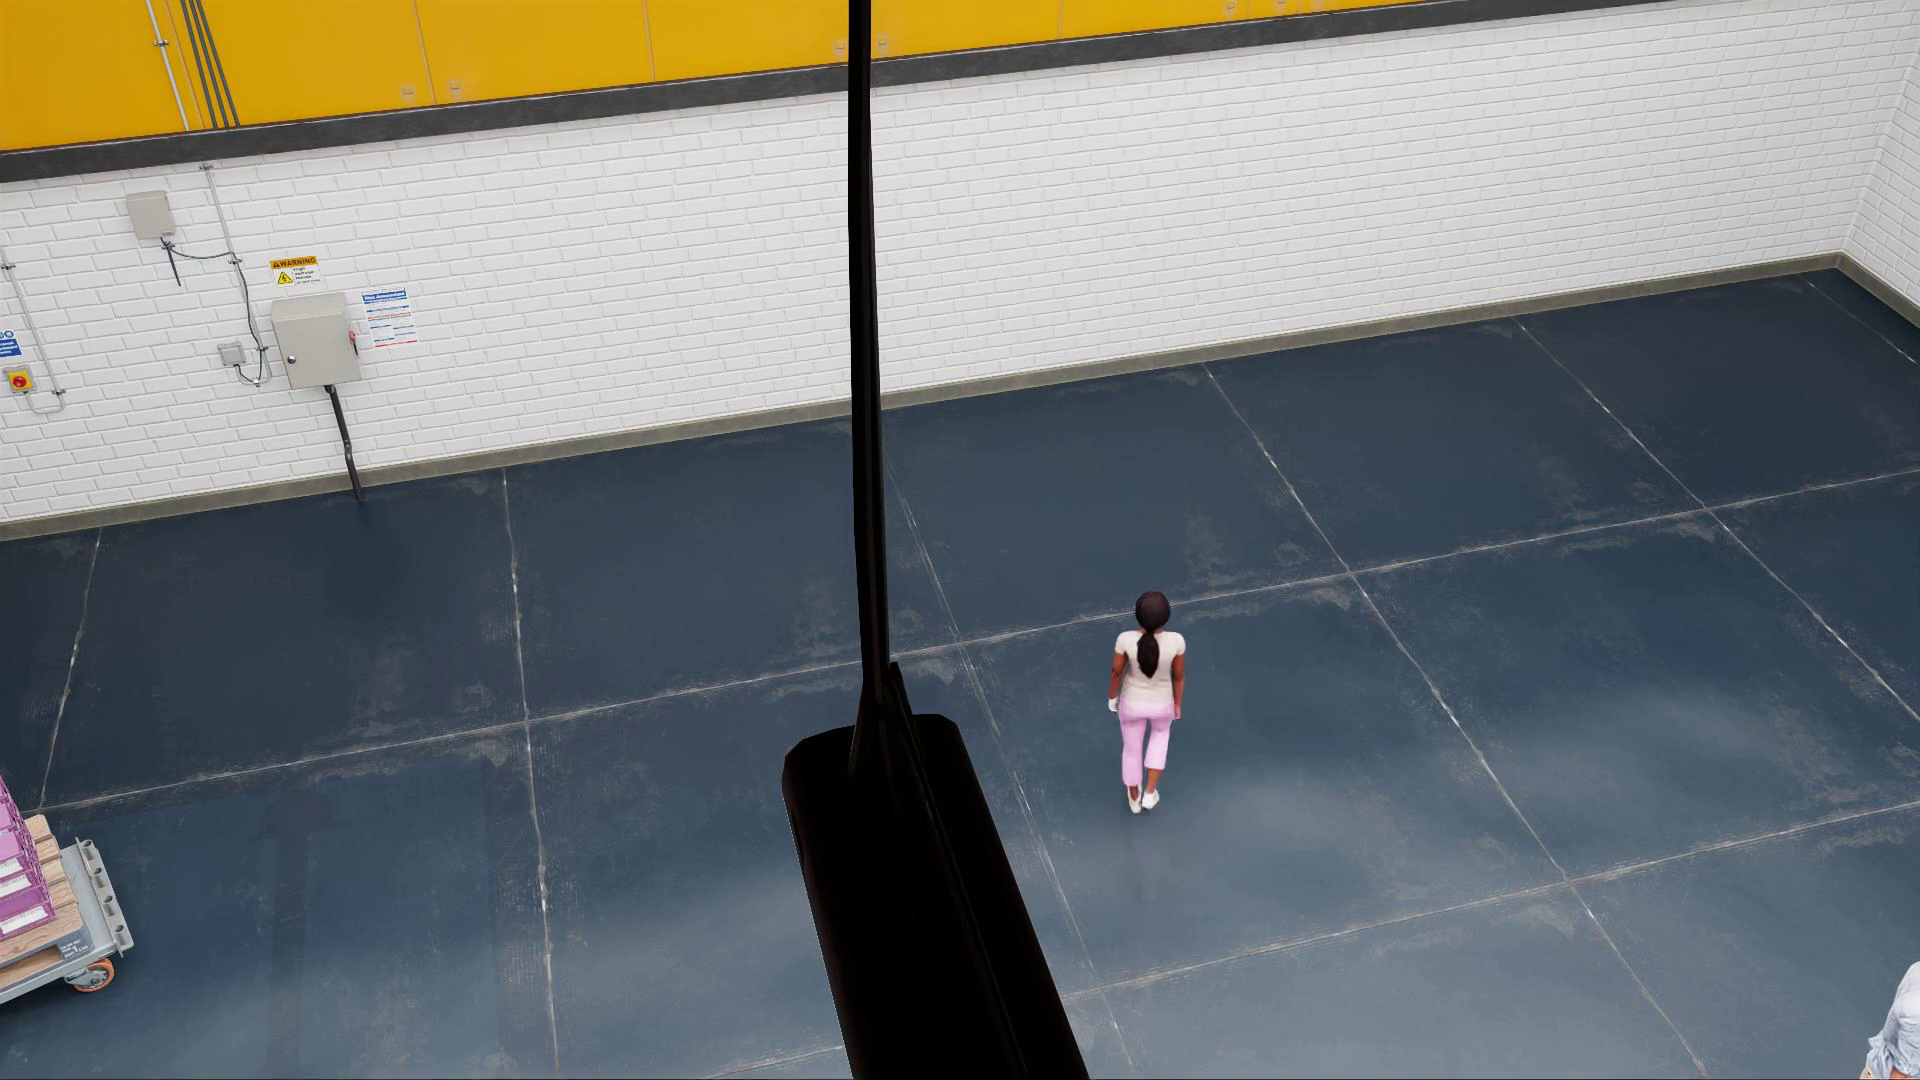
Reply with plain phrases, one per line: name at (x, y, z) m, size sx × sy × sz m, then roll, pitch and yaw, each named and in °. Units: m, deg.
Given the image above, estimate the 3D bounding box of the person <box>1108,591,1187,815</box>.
person at (1.107, 1.031, 9.856) m, size 0.684 × 1.735 × 0.718 m, roll 3°, pitch 39°, yaw 3°
